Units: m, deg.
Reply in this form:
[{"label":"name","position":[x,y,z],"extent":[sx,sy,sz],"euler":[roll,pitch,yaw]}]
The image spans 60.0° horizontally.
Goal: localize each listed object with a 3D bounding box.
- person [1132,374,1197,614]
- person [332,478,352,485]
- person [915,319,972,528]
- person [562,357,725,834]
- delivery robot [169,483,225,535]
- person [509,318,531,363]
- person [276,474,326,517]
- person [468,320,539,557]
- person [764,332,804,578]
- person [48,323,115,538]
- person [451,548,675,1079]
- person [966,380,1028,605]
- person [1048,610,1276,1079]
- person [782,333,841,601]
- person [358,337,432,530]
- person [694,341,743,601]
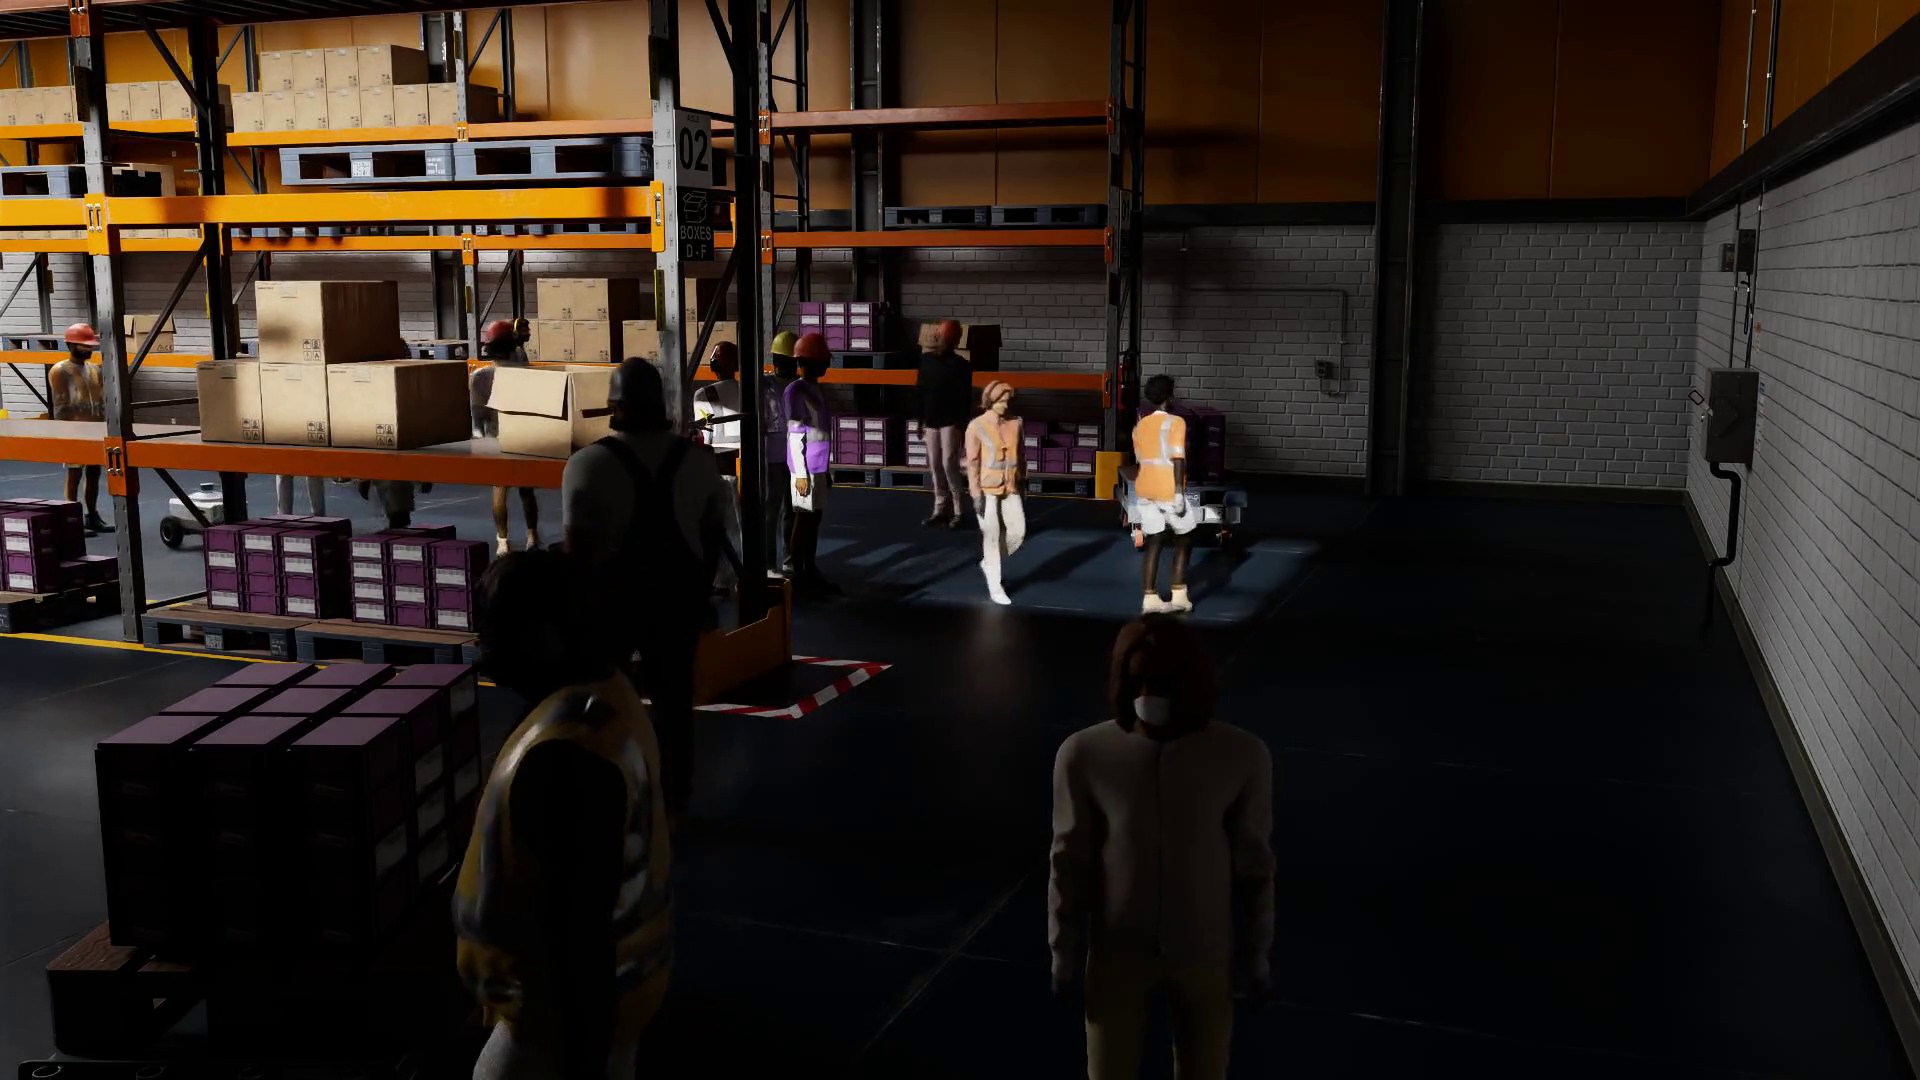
[{"label":"person","position":[1.395,-0.320,11.604],"extent":[0.365,1.666,0.575],"euler":[-7,11,-37]},{"label":"person","position":[-6.913,-1.559,18.552],"extent":[0.535,1.951,0.613],"euler":[8,12,40]},{"label":"person","position":[-0.155,-1.080,15.556],"extent":[0.657,1.954,0.370],"euler":[8,12,42]},{"label":"person","position":[-1.360,0.223,7.059],"extent":[0.705,2.000,0.607],"euler":[-5,10,-29]},{"label":"delivery robot","position":[-6.496,-0.248,14.371],"extent":[0.707,0.478,0.477],"euler":[6,11,33]},{"label":"person","position":[-5.030,-1.607,19.078],"extent":[0.326,1.874,0.518],"euler":[0,9,-3]},{"label":"person","position":[-6.146,-0.998,15.386],"extent":[0.631,1.836,0.429],"euler":[-5,10,-29]},{"label":"person","position":[-3.658,-0.784,13.517],"extent":[0.609,2.009,0.993],"euler":[-3,10,-21]},{"label":"person","position":[-1.345,-0.650,12.903],"extent":[0.382,1.922,0.594],"euler":[8,12,41]},{"label":"person","position":[-7.896,-0.982,15.000],"extent":[0.397,1.928,0.547],"euler":[2,9,15]},{"label":"person","position":[-0.828,0.920,3.353],"extent":[0.504,1.826,0.659],"euler":[-1,9,-7]},{"label":"person","position":[0.247,-0.346,11.918],"extent":[0.551,1.620,0.465],"euler":[-7,11,-36]},{"label":"person","position":[0.458,0.952,3.806],"extent":[0.513,1.620,0.298],"euler":[1,9,4]},{"label":"person","position":[-1.077,-0.538,12.148],"extent":[0.349,1.942,0.545],"euler":[3,9,16]},{"label":"person","position":[-4.030,-0.502,12.001],"extent":[0.612,1.914,0.571],"euler":[4,10,22]},{"label":"person","position":[-1.680,-0.497,12.079],"extent":[0.575,1.883,0.355],"euler":[-8,12,-40]}]
